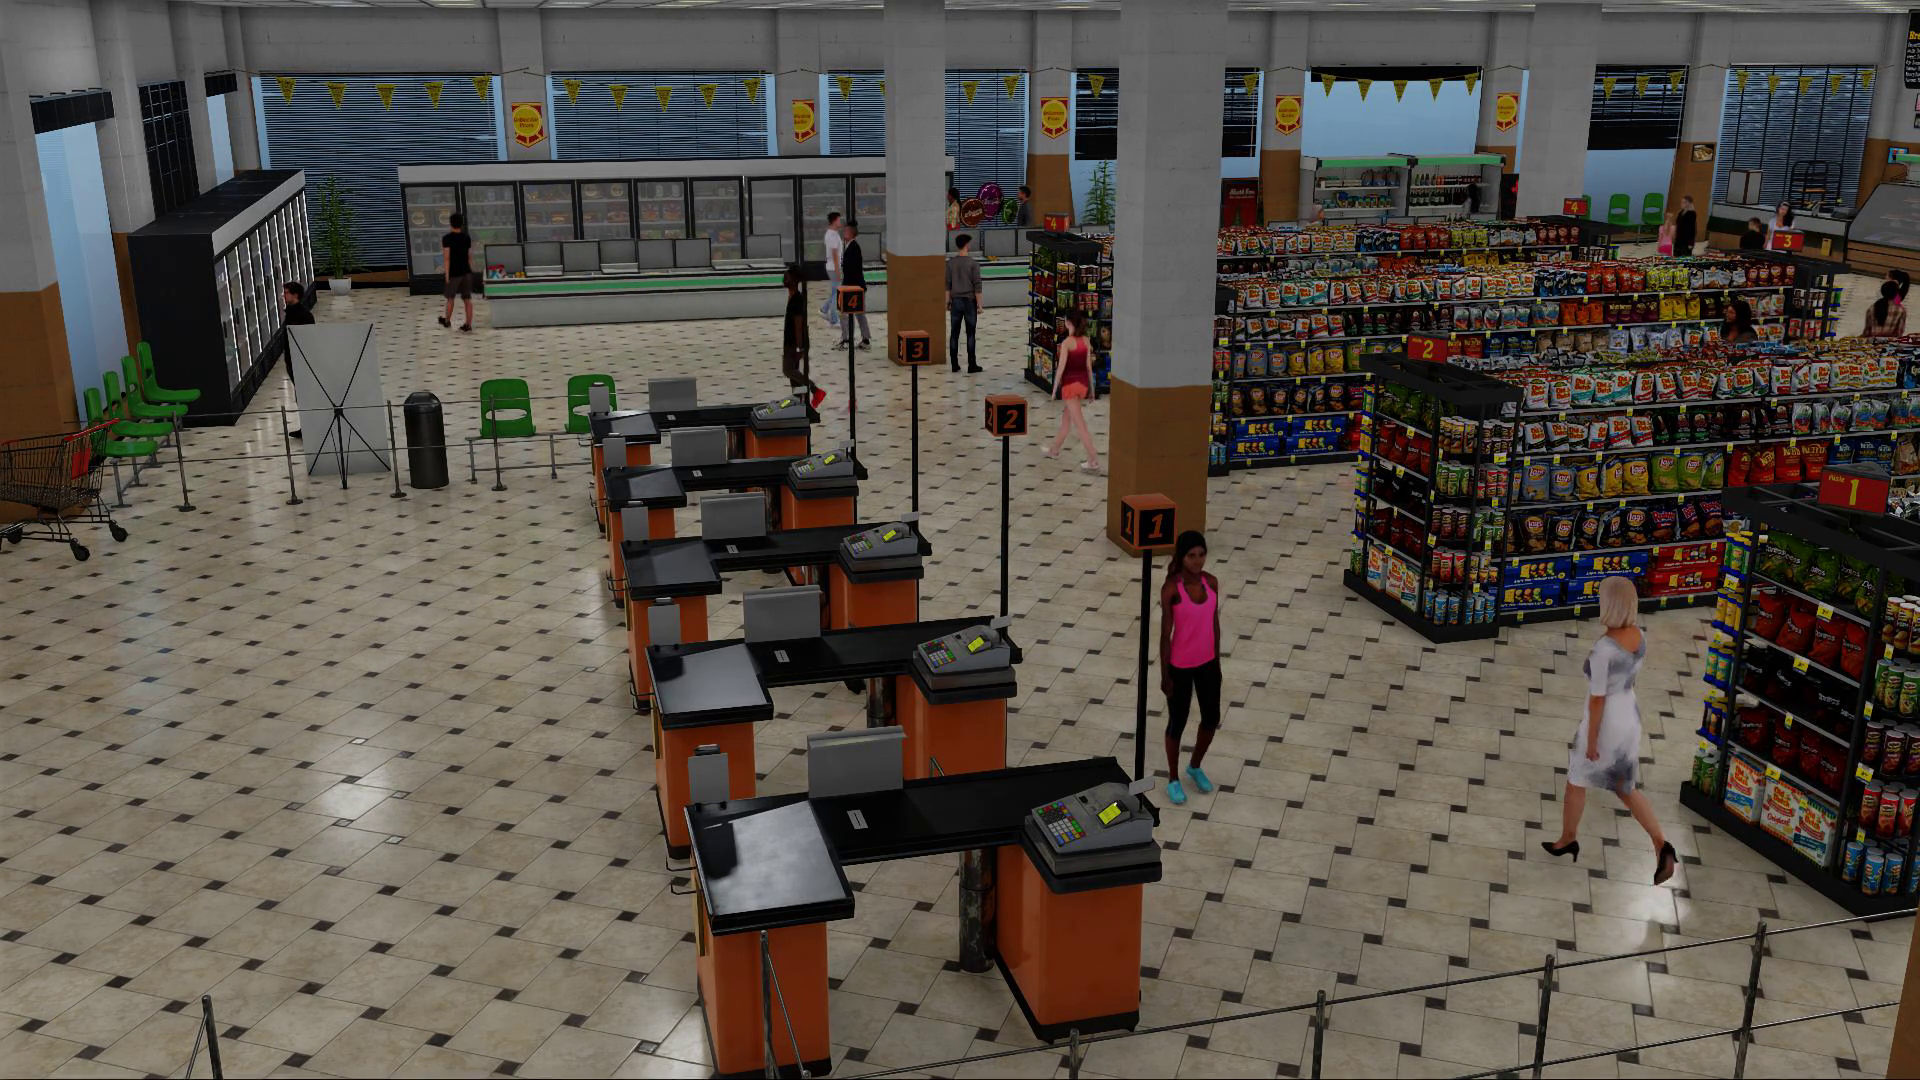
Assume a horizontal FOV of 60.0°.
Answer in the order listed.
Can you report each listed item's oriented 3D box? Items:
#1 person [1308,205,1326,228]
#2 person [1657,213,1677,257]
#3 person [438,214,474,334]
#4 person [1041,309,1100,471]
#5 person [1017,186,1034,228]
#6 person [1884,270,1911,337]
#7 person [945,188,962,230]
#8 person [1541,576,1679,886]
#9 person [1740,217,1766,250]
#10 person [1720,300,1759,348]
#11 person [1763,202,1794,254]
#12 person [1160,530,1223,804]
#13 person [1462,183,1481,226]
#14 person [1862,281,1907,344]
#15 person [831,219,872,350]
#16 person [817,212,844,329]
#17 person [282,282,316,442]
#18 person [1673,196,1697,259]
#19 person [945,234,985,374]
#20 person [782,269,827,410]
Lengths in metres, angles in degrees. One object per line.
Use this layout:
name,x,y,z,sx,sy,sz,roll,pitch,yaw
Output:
person,6.084,-4.917,28.799,1.078,1.715,0.722,-2,17,-5
person,13.582,-5.628,31.946,0.844,1.248,0.744,2,17,6
person,-7.816,-4.153,26.097,1.135,1.824,1.063,-16,23,-42
person,1.279,-1.568,17.799,1.160,1.699,0.969,-14,22,-38
person,1.223,-5.599,30.779,0.691,1.871,0.752,1,17,2
person,11.808,-2.591,21.171,0.728,1.698,0.676,8,19,26
person,-0.102,-5.725,31.327,0.614,1.794,0.632,0,17,0
person,3.623,1.071,9.069,1.048,1.722,0.809,-9,19,-27
person,13.017,-4.447,27.353,0.764,1.656,0.736,-2,17,-6
person,8.381,-1.642,17.866,1.152,1.801,0.738,-7,18,-22
person,14.068,-4.910,28.661,1.131,1.784,1.136,8,19,26
person,1.394,0.749,10.129,0.514,1.722,0.668,-6,18,-19
person,10.180,-6.208,33.067,0.984,1.706,0.887,-13,21,-36
person,10.768,-2.129,19.508,0.725,1.780,0.782,12,21,35
person,-1.476,-3.760,24.621,0.895,1.930,0.817,-1,17,-4
person,-2.093,-4.295,26.545,0.730,1.836,0.688,-3,17,-10
person,-7.576,-2.055,19.162,0.777,1.839,0.805,-16,23,-43
person,13.537,-5.533,30.913,0.931,1.667,0.627,-6,18,-18
person,0.044,-3.281,23.091,0.724,1.903,0.836,6,18,19
person,-1.942,-2.420,20.488,0.855,1.766,0.712,-2,17,-7
